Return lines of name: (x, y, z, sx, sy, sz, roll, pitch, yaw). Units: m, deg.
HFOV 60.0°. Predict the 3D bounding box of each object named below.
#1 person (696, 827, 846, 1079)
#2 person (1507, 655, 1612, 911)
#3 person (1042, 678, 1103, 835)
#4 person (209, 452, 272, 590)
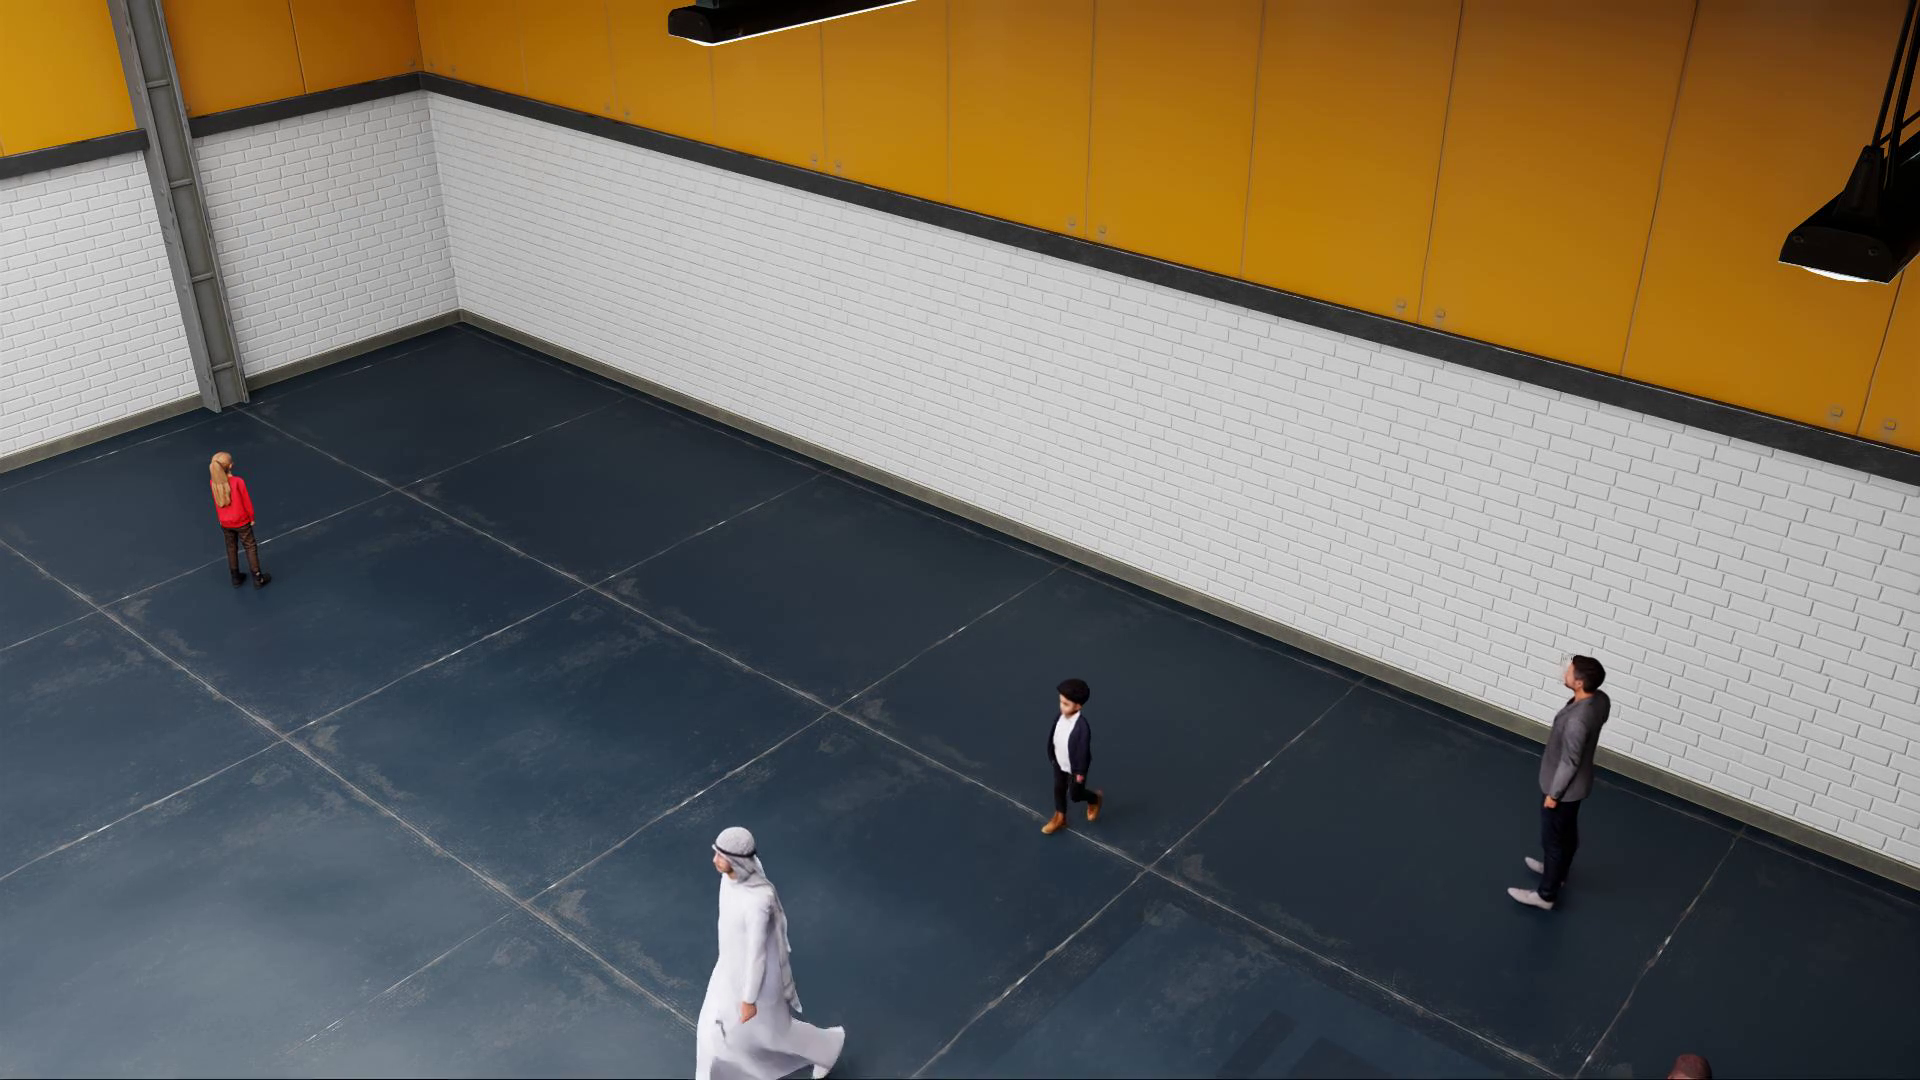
person: (-1.074, 2.383, 9.256, 1.291, 1.894, 0.933, -18, 33, -29)
person: (3.940, 1.557, 10.793, 0.752, 1.873, 0.543, 19, 34, 31)
person: (0.809, 1.499, 11.582, 0.751, 1.218, 0.584, -21, 35, -33)
person: (-6.358, -0.177, 14.591, 0.567, 1.280, 0.608, 3, 29, 5)
